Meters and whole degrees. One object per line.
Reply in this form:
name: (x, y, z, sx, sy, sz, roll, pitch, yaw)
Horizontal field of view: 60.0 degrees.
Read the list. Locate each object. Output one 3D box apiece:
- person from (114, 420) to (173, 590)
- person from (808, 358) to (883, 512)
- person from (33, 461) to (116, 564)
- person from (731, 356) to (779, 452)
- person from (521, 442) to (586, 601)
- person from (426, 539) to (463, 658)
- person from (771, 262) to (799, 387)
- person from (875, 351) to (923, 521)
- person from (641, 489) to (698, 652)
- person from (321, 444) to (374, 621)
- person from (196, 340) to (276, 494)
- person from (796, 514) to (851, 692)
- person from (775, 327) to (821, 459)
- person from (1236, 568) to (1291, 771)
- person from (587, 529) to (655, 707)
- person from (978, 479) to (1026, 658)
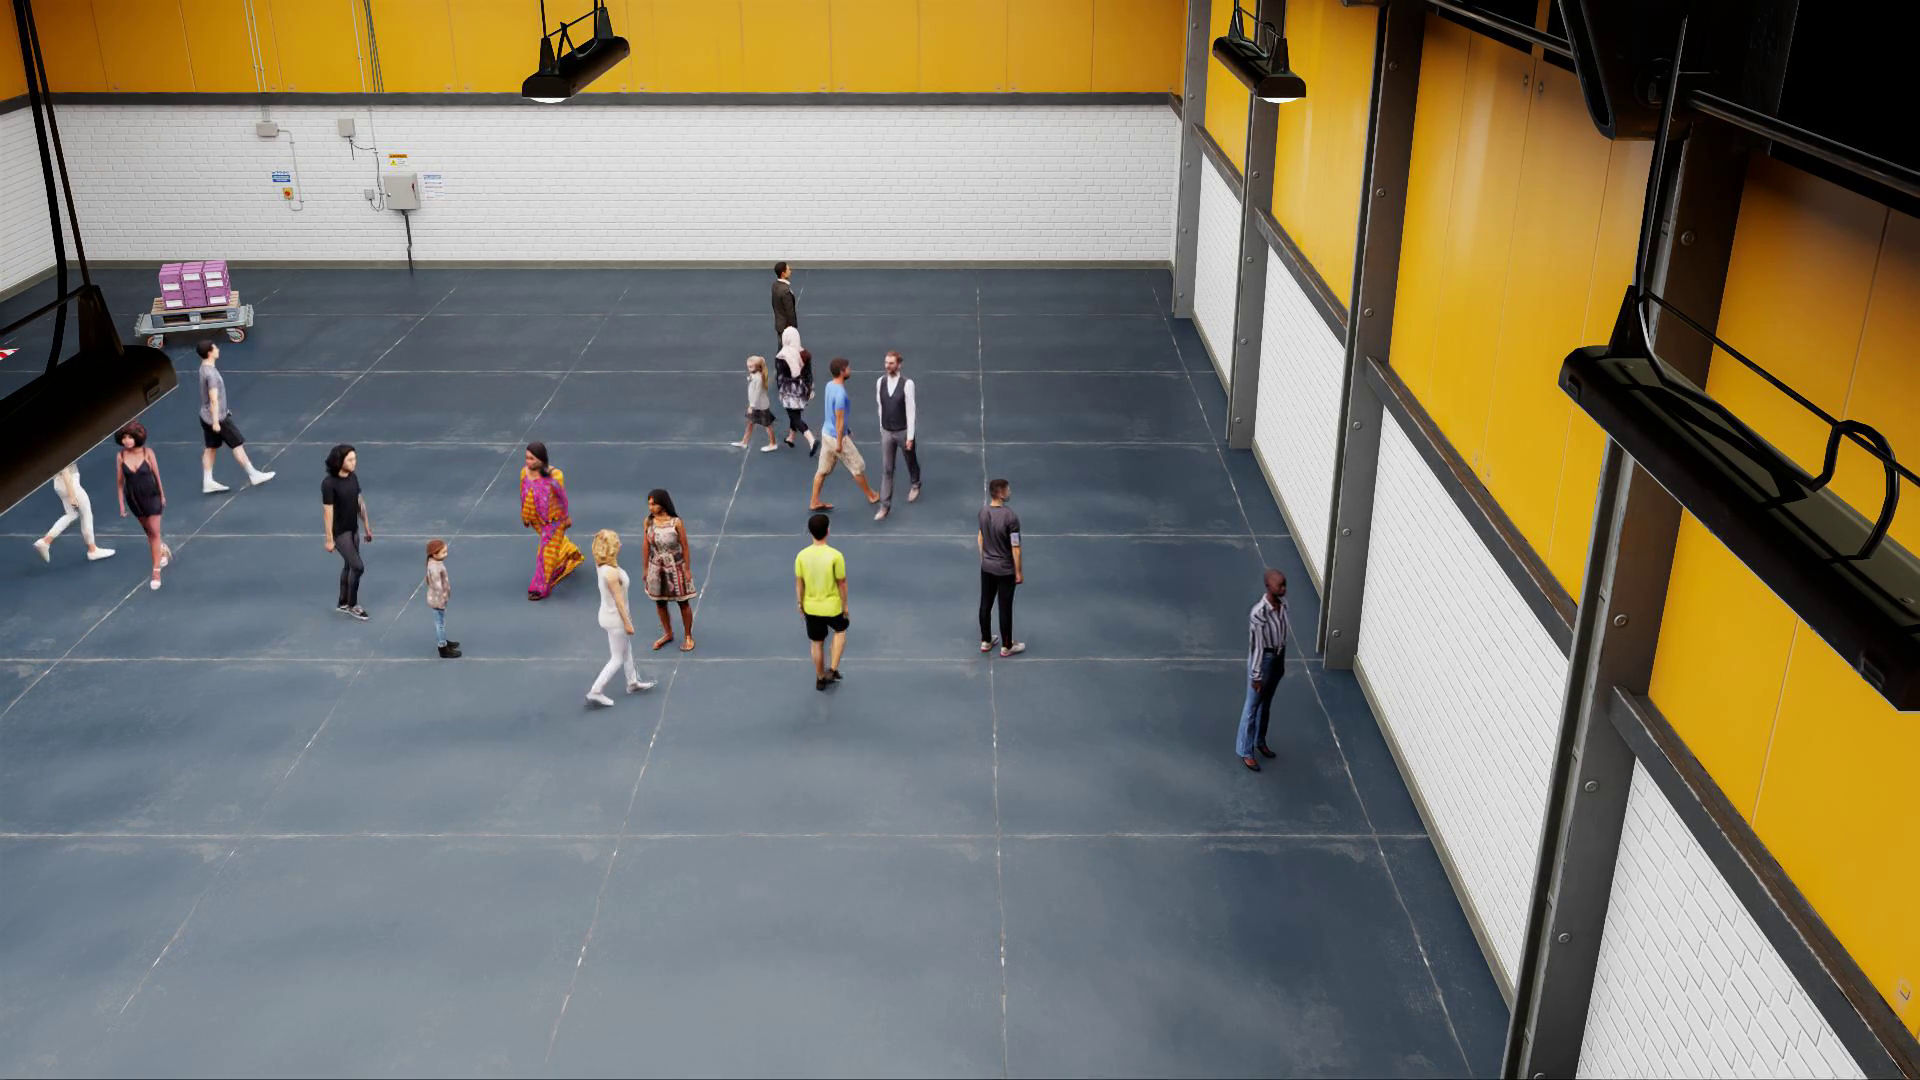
person: (-8.510, -0.414, 17.384, 0.735, 1.737, 1.146, -5, 24, -12)
person: (-1.491, -1.163, 18.998, 1.044, 1.817, 1.233, -10, 26, -22)
person: (-9.559, -0.525, 17.682, 1.030, 1.702, 0.982, -20, 31, -38)
person: (-2.471, -1.711, 20.957, 0.742, 1.252, 0.803, -10, 25, -21)
person: (-4.218, -0.270, 17.173, 0.995, 1.643, 1.297, 10, 26, 22)
person: (-4.984, 0.542, 15.884, 0.588, 1.188, 0.479, -7, 25, -16)
person: (-2.444, -3.005, 23.228, 0.818, 1.805, 0.672, -13, 27, -27)
person: (-0.665, -1.263, 19.117, 1.022, 1.904, 1.351, 10, 26, 22)
person: (-2.783, 0.263, 15.954, 0.728, 1.642, 0.644, 4, 24, 8)
person: (-6.208, -0.108, 16.587, 0.819, 1.816, 0.708, 8, 25, 18)
person: (-8.855, -1.419, 19.550, 1.101, 1.845, 1.117, -15, 28, -31)
person: (-1.251, 0.608, 15.093, 0.703, 1.700, 0.680, 4, 24, 9)
person: (-1.986, -1.806, 20.759, 1.074, 1.586, 1.221, -17, 29, -34)
person: (2.562, 1.057, 13.948, 0.777, 1.794, 0.700, 19, 30, 37)
person: (-3.145, 0.706, 14.916, 0.853, 1.662, 0.904, -10, 25, -21)
person: (0.359, 0.261, 15.808, 0.725, 1.762, 0.766, 19, 30, 36)
